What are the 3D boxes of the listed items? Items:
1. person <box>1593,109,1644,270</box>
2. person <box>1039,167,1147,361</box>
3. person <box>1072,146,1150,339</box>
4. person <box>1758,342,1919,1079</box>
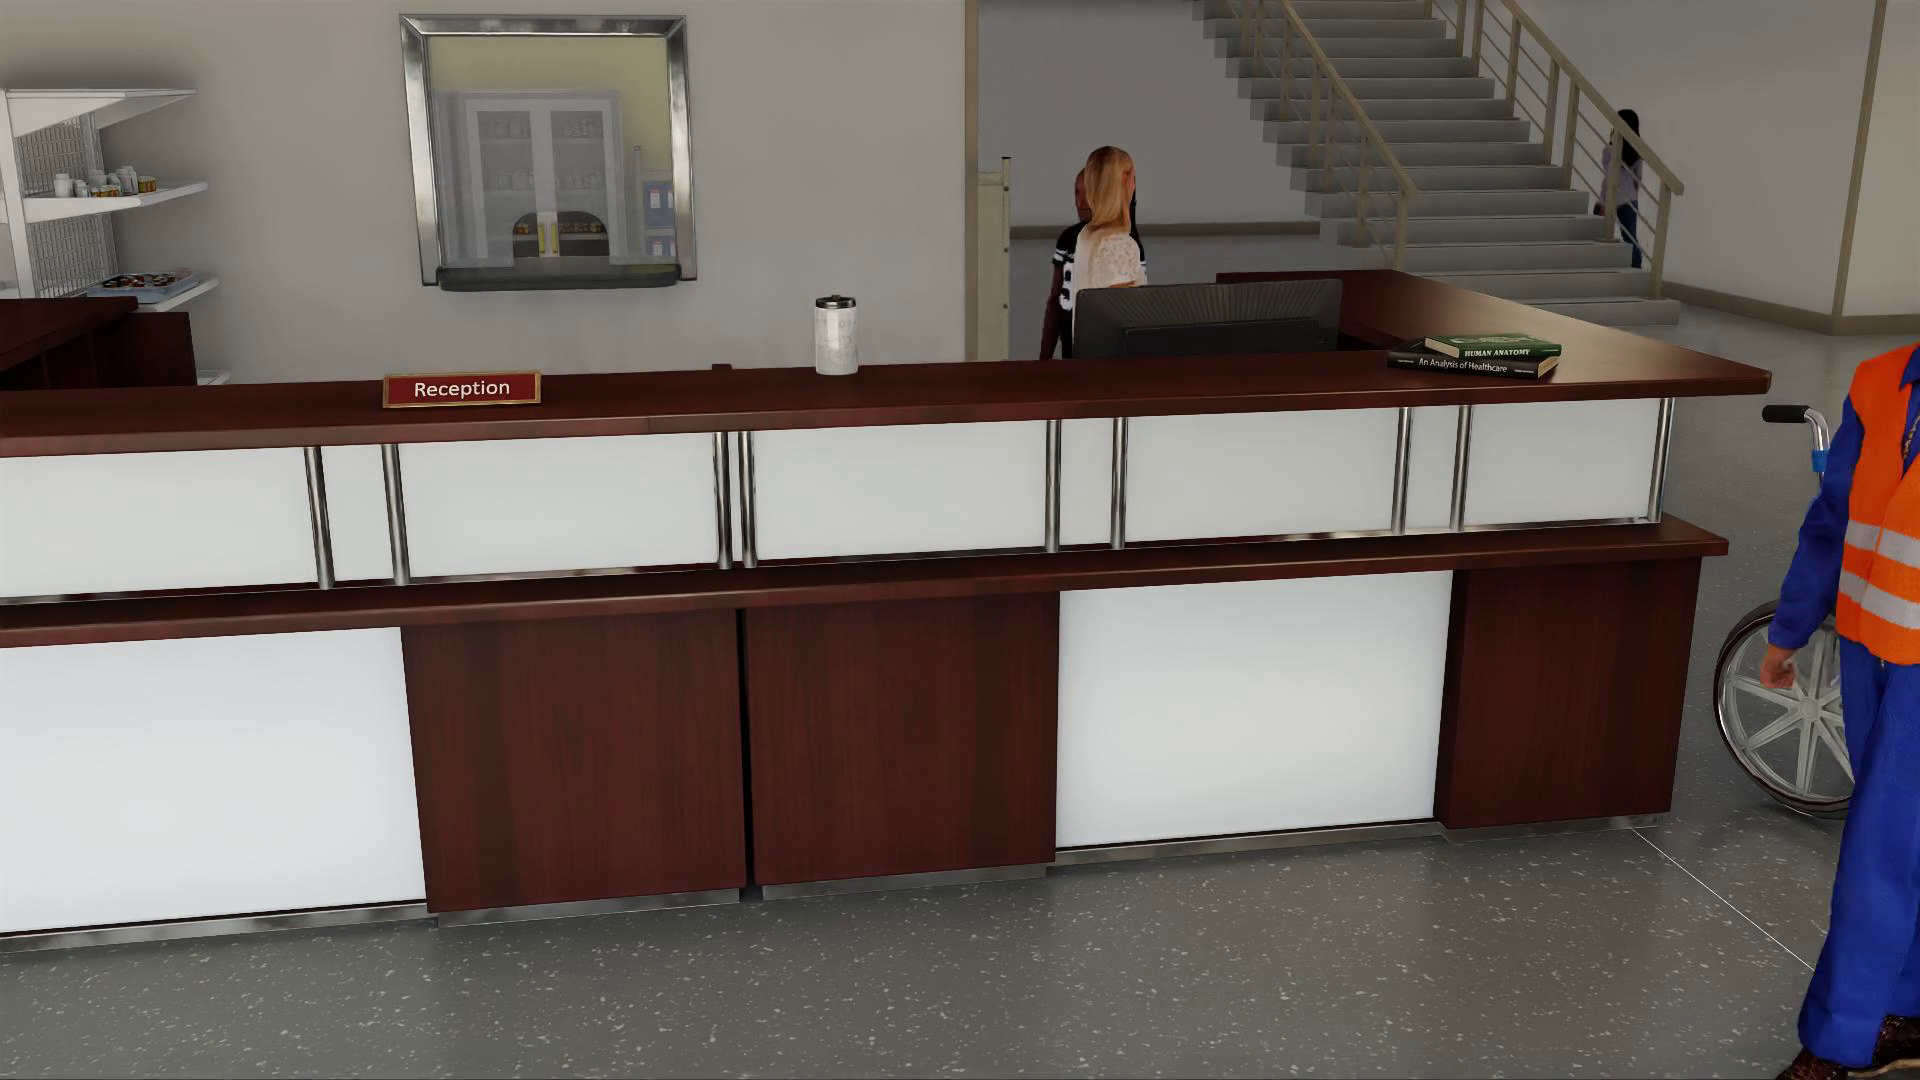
[{"bbox_3d":[6.183,-3.087,15.465,0.684,1.680,1.187,-4,16,-13],"label":"person"},{"bbox_3d":[0.621,-0.708,7.002,1.023,1.693,1.145,-13,20,-38],"label":"person"},{"bbox_3d":[0.481,-0.550,6.254,0.762,1.796,0.746,-4,16,-14],"label":"person"},{"bbox_3d":[1.981,0.251,3.316,0.872,1.849,0.880,-6,17,-21],"label":"person"}]
